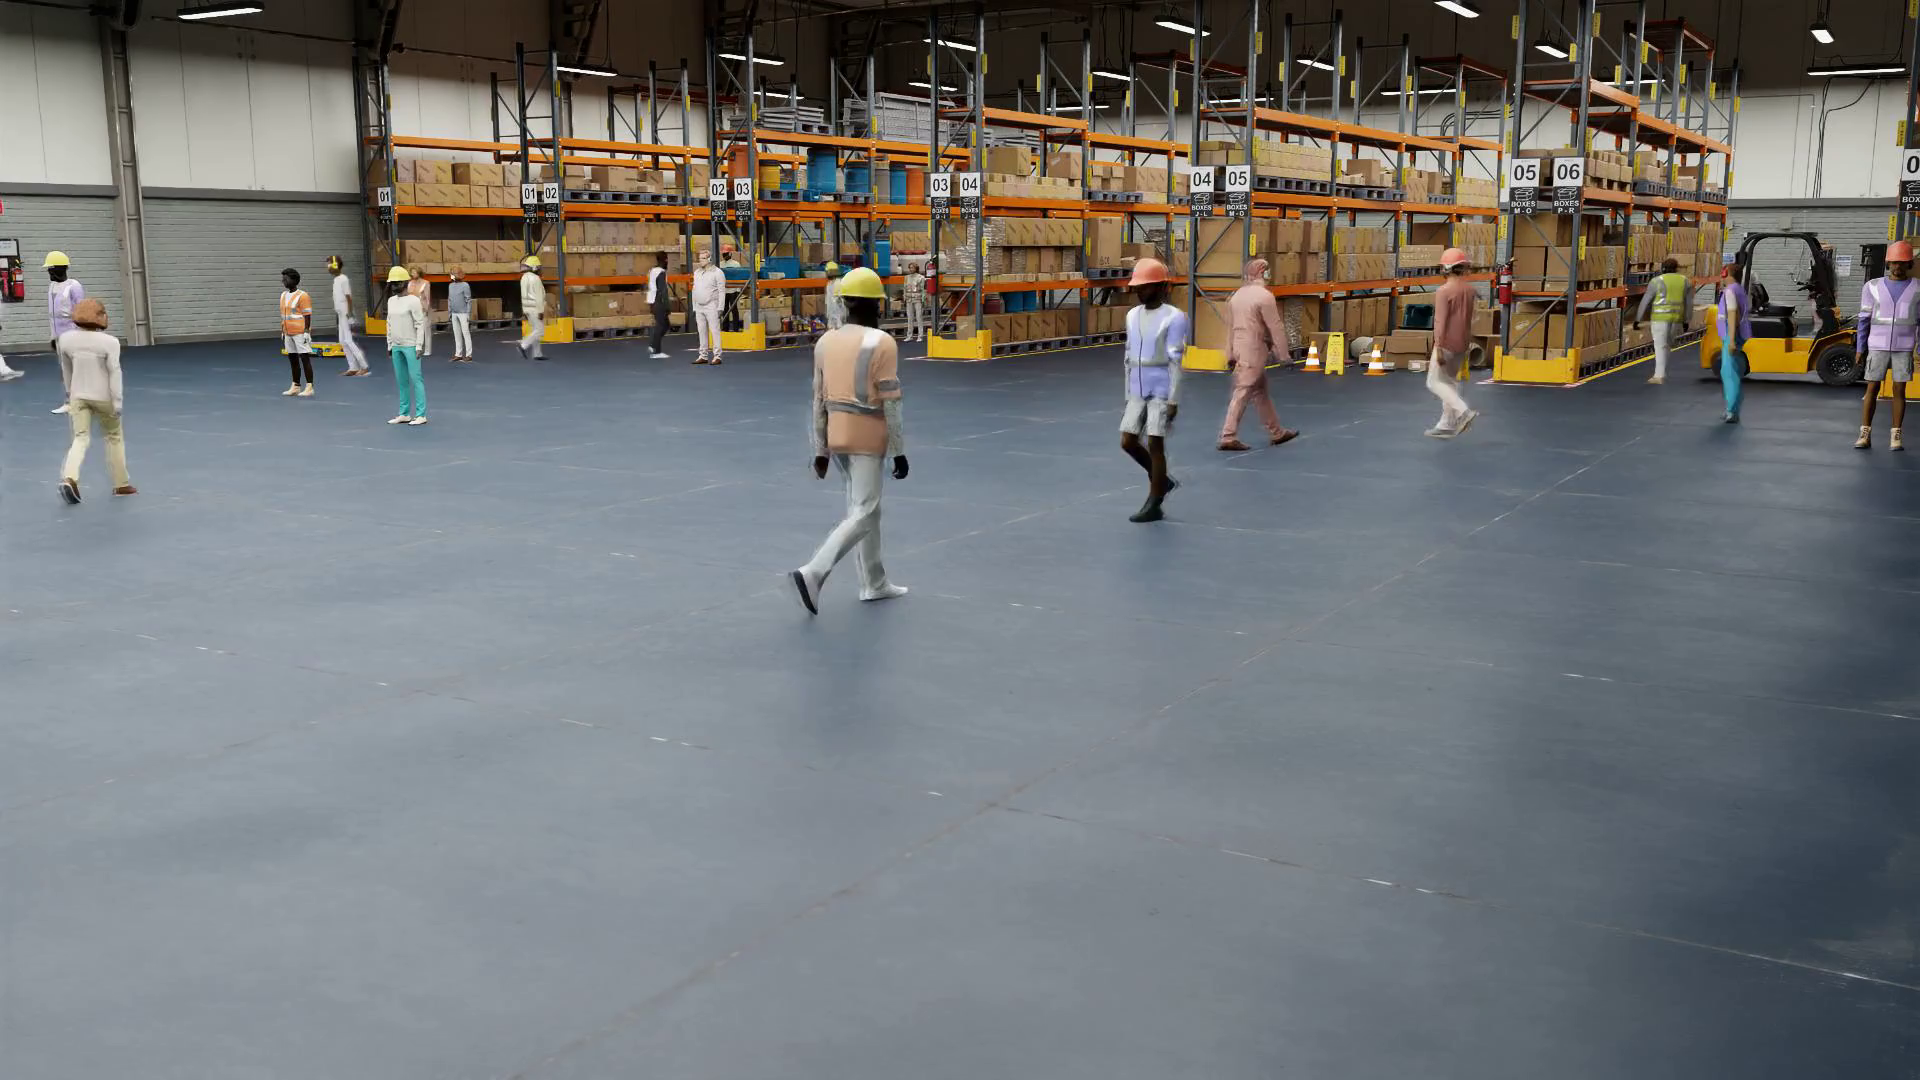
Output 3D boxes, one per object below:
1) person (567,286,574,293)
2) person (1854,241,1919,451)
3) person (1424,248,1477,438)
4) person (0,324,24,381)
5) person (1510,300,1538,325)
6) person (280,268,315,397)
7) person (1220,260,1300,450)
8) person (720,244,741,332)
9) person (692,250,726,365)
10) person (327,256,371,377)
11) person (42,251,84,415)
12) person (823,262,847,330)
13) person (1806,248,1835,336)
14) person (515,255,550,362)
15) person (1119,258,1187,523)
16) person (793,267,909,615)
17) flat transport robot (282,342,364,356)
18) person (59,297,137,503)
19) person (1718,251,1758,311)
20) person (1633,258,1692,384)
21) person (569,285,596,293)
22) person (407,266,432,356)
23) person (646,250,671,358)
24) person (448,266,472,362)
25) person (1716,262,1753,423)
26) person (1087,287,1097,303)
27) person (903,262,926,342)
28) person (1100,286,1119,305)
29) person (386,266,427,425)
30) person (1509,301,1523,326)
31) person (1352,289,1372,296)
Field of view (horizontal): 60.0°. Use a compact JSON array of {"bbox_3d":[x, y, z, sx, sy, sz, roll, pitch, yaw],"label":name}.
[{"bbox_3d":[-8.987,-5.767,38.835,0.534,1.742,0.474,2,10,10],"label":"person"},{"bbox_3d":[9.117,-1.891,16.281,0.616,2.039,0.387,6,12,31],"label":"person"},{"bbox_3d":[5.106,-2.014,17.149,0.619,1.977,0.589,-8,13,-36],"label":"person"},{"bbox_3d":[-14.265,-3.194,24.189,1.011,1.831,0.581,-9,13,-41],"label":"person"},{"bbox_3d":[13.684,-6.012,39.981,0.537,1.820,0.901,-6,12,-31],"label":"person"},{"bbox_3d":[-8.771,-2.732,21.954,0.541,1.696,0.316,6,12,31],"label":"person"},{"bbox_3d":[2.984,-1.811,16.347,1.006,1.847,0.672,-3,11,-16],"label":"person"},{"bbox_3d":[-5.038,-5.417,36.166,0.625,1.990,0.395,6,12,31],"label":"person"},{"bbox_3d":[-4.230,-3.881,27.801,0.654,1.906,0.406,6,12,31],"label":"person"},{"bbox_3d":[-9.314,-3.392,25.288,0.479,1.834,0.566,-8,13,-36],"label":"person"},{"bbox_3d":[-10.571,-2.438,19.662,0.595,1.925,0.374,6,12,31],"label":"person"},{"bbox_3d":[-2.020,-3.721,27.481,0.403,1.712,0.514,-8,13,-38],"label":"person"},{"bbox_3d":[18.801,-5.401,36.225,0.459,1.949,0.732,-2,10,-11],"label":"person"},{"bbox_3d":[-7.293,-3.922,28.282,0.561,1.817,0.607,-7,12,-34],"label":"person"},{"bbox_3d":[1.416,-1.085,12.125,0.489,1.923,0.541,-9,14,-43],"label":"person"},{"bbox_3d":[-0.605,-0.544,9.156,0.834,1.899,0.592,-9,14,-43],"label":"person"},{"bbox_3d":[-11.473,-3.442,29.928,1.431,0.197,0.652,6,12,31],"label":"flat transport robot"},{"bbox_3d":[-6.837,-1.101,13.087,0.500,1.604,0.757,0,10,-1],"label":"person"},{"bbox_3d":[13.100,-3.913,28.029,0.671,1.906,1.010,2,10,13],"label":"person"},{"bbox_3d":[10.185,-3.177,24.175,0.751,1.800,0.732,-1,10,-7],"label":"person"},{"bbox_3d":[-8.639,-5.757,38.084,1.030,1.987,0.621,-10,14,-44],"label":"person"},{"bbox_3d":[-9.708,-4.071,29.682,0.520,1.606,0.783,3,10,15],"label":"person"},{"bbox_3d":[-5.313,-4.162,29.413,0.457,1.893,0.624,-4,11,-21],"label":"person"},{"bbox_3d":[-8.552,-3.854,28.416,0.508,1.632,0.265,6,12,31],"label":"person"},{"bbox_3d":[8.778,-2.237,18.898,0.400,1.808,0.740,6,12,29],"label":"person"},{"bbox_3d":[3.740,-7.472,47.823,0.637,1.938,0.355,6,12,31],"label":"person"},{"bbox_3d":[-0.939,-4.888,34.198,0.524,1.636,0.308,6,12,31],"label":"person"},{"bbox_3d":[4.233,-7.299,46.571,0.703,2.000,0.728,-10,14,-44],"label":"person"},{"bbox_3d":[-6.209,-2.160,18.562,0.534,1.765,0.323,6,12,31],"label":"person"},{"bbox_3d":[13.747,-6.230,40.866,0.637,1.938,0.355,6,12,31],"label":"person"},{"bbox_3d":[9.416,-5.751,38.888,0.554,1.679,0.471,7,12,33],"label":"person"}]
